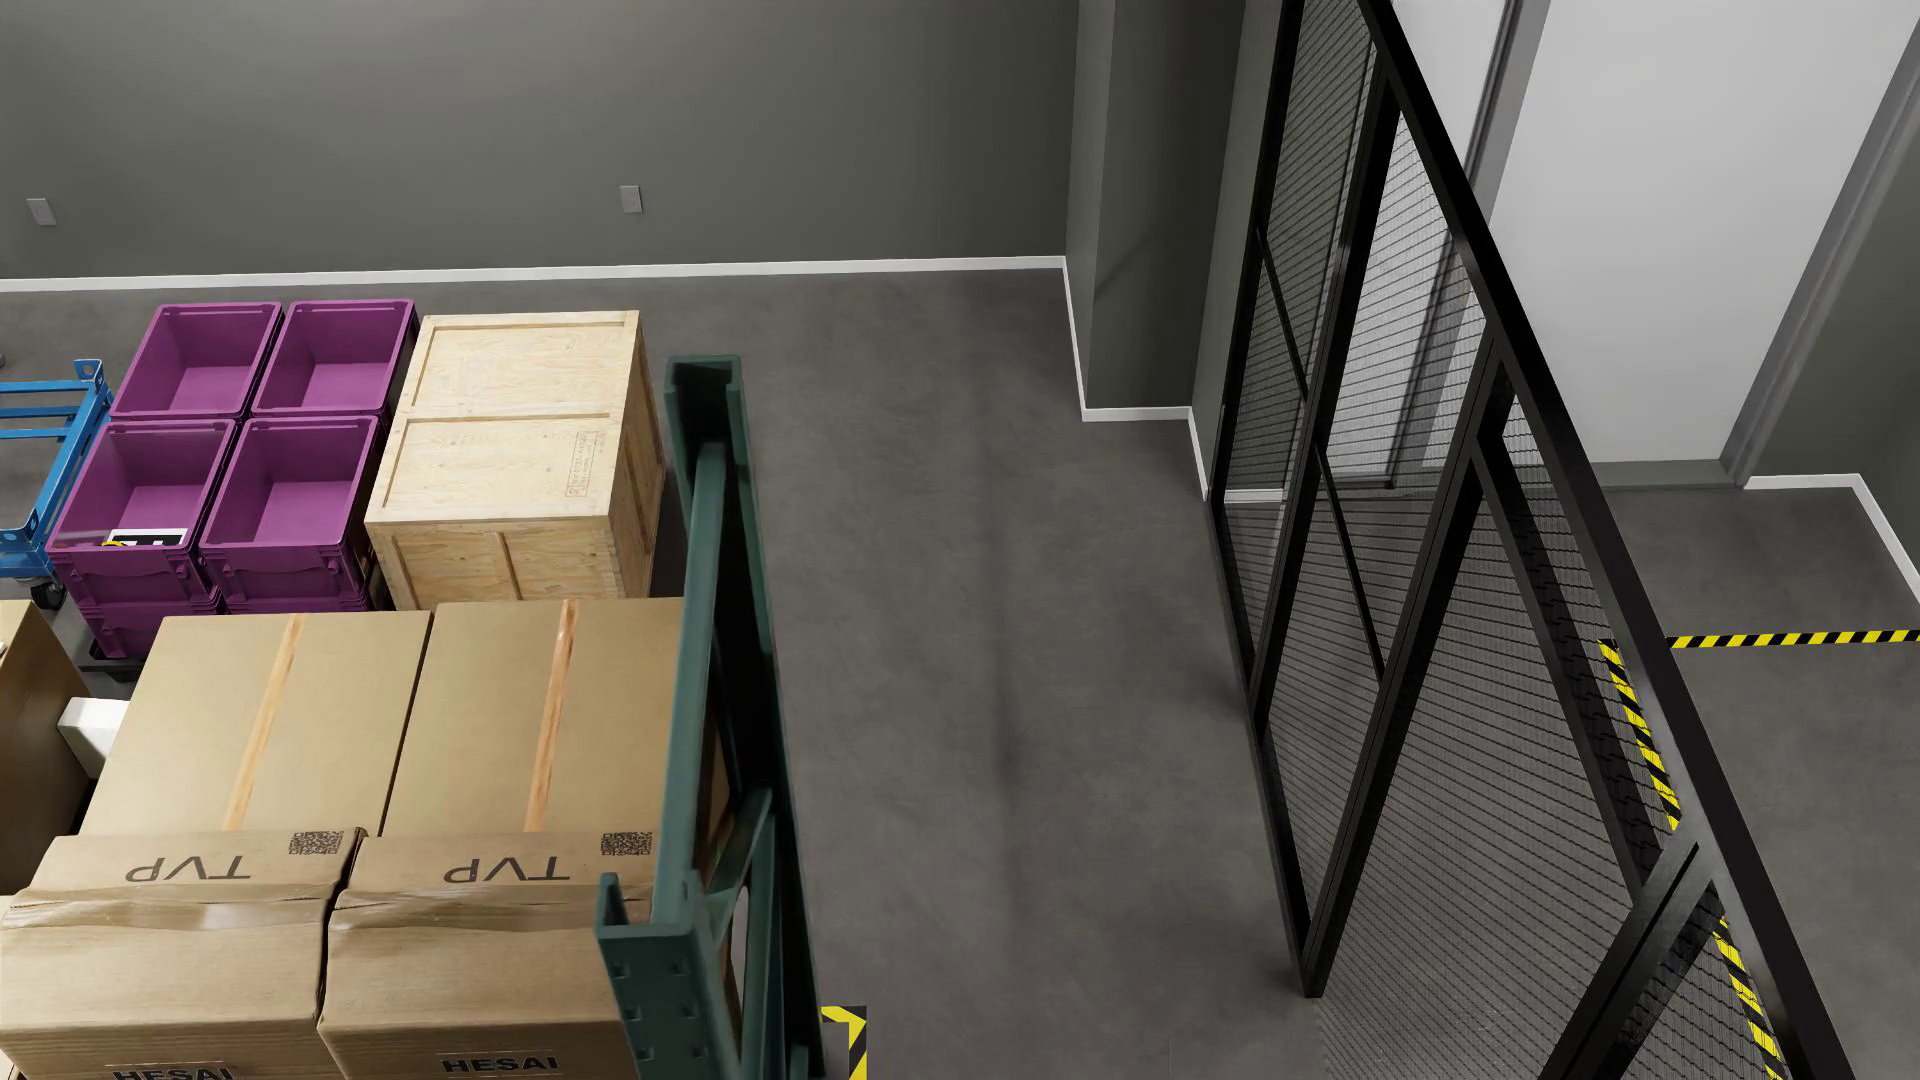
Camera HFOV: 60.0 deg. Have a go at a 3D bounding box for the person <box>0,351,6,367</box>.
[{"bbox_3d":[-4.038,-1.267,5.966,0.372,1.940,0.631,-4,46,-3],"label":"person"}]
